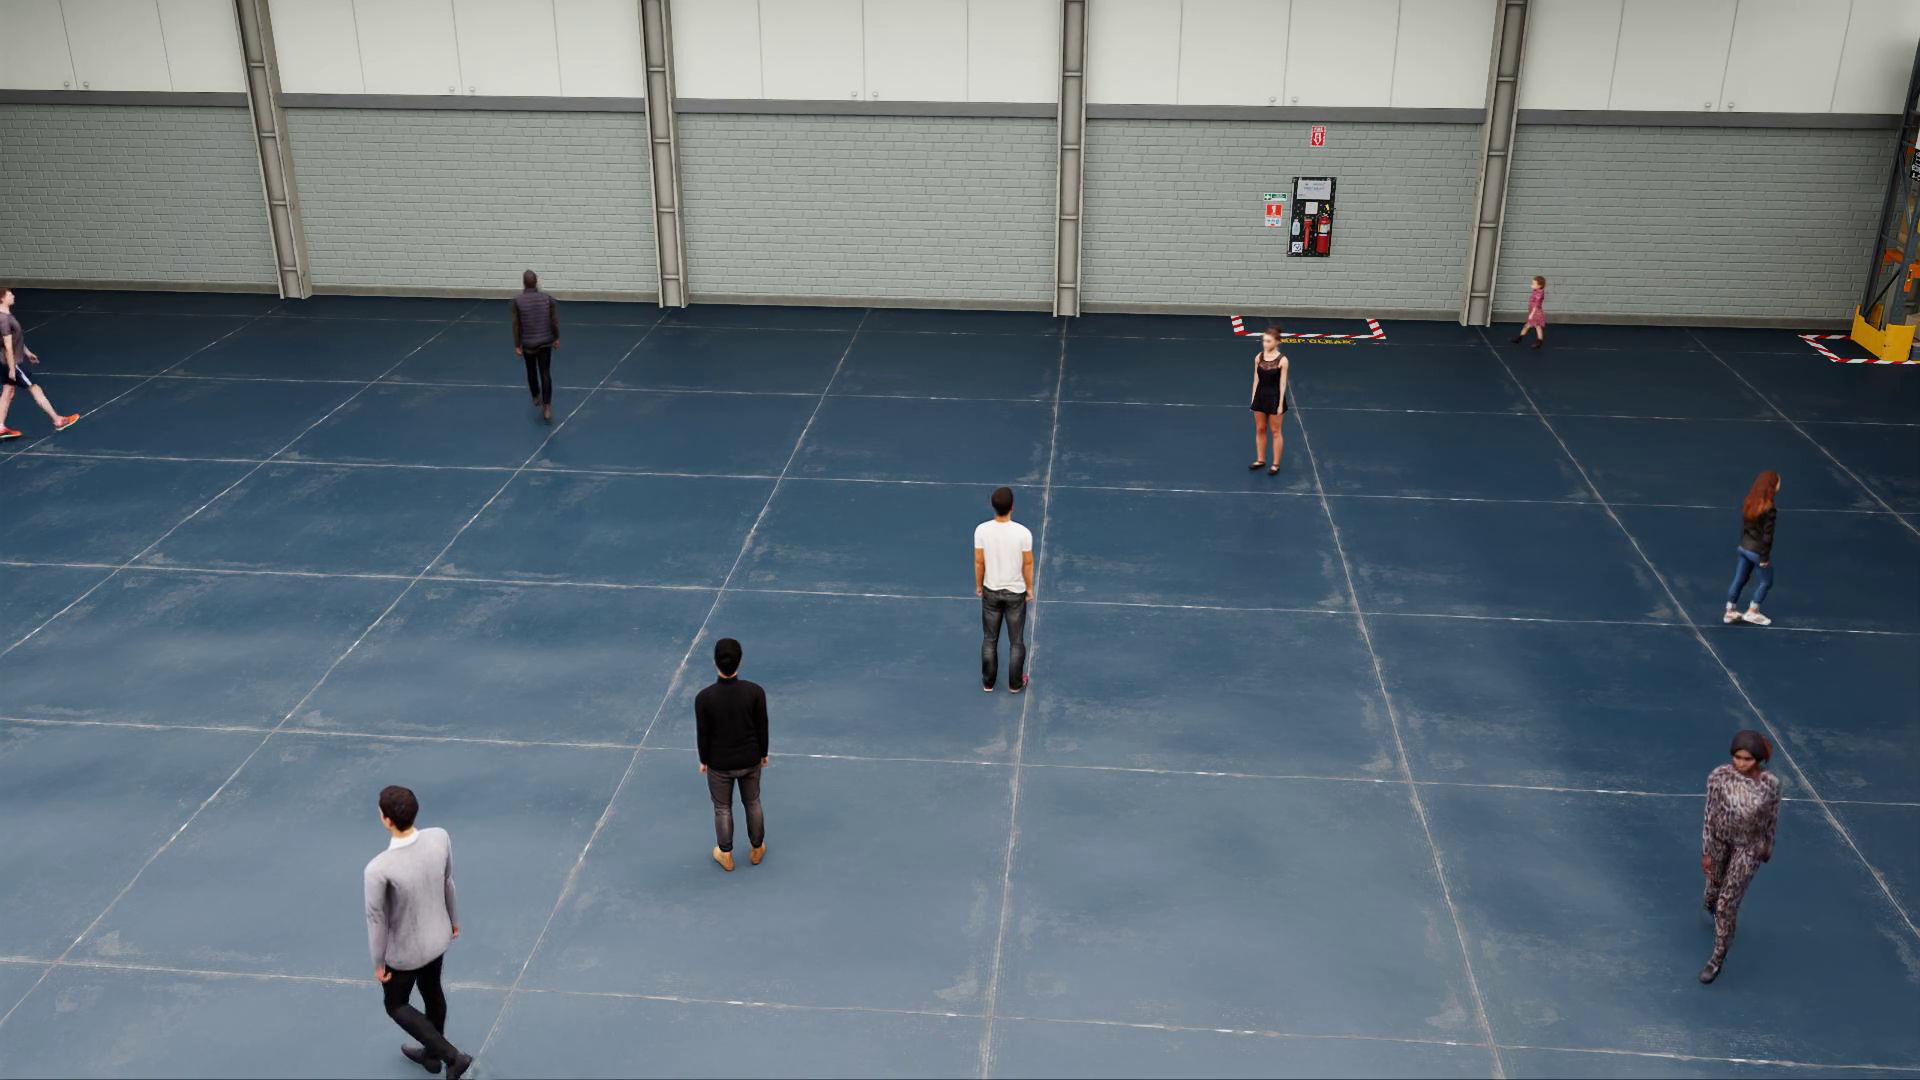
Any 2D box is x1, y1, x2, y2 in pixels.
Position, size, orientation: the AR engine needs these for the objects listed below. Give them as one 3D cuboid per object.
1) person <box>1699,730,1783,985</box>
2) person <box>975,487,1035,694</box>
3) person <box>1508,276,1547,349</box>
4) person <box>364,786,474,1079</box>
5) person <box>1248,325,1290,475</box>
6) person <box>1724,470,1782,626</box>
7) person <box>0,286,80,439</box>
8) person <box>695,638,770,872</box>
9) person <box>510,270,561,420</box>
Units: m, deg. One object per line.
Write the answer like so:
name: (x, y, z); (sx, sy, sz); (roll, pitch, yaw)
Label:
person: (4.836, 1.900, 10.383); (1.020, 1.675, 0.926); (10, 25, 23)
person: (0.358, 0.411, 13.721); (0.488, 1.805, 0.710); (4, 23, 9)
person: (8.055, -3.150, 23.121); (0.695, 1.001, 0.442); (1, 23, 2)
person: (-2.970, 2.254, 9.253); (1.097, 1.908, 0.986); (14, 27, 29)
person: (3.456, -1.567, 18.533); (0.669, 1.679, 0.748); (19, 30, 38)
person: (7.069, 0.083, 14.916); (0.678, 1.472, 0.663); (-5, 24, -11)
person: (-11.184, -2.037, 19.476); (1.249, 1.804, 1.143); (-16, 28, -33)
person: (-1.546, 1.459, 11.361); (0.622, 1.723, 0.776); (-7, 24, -17)
person: (-5.125, -2.336, 20.200); (1.248, 1.788, 1.117); (-8, 24, -18)
